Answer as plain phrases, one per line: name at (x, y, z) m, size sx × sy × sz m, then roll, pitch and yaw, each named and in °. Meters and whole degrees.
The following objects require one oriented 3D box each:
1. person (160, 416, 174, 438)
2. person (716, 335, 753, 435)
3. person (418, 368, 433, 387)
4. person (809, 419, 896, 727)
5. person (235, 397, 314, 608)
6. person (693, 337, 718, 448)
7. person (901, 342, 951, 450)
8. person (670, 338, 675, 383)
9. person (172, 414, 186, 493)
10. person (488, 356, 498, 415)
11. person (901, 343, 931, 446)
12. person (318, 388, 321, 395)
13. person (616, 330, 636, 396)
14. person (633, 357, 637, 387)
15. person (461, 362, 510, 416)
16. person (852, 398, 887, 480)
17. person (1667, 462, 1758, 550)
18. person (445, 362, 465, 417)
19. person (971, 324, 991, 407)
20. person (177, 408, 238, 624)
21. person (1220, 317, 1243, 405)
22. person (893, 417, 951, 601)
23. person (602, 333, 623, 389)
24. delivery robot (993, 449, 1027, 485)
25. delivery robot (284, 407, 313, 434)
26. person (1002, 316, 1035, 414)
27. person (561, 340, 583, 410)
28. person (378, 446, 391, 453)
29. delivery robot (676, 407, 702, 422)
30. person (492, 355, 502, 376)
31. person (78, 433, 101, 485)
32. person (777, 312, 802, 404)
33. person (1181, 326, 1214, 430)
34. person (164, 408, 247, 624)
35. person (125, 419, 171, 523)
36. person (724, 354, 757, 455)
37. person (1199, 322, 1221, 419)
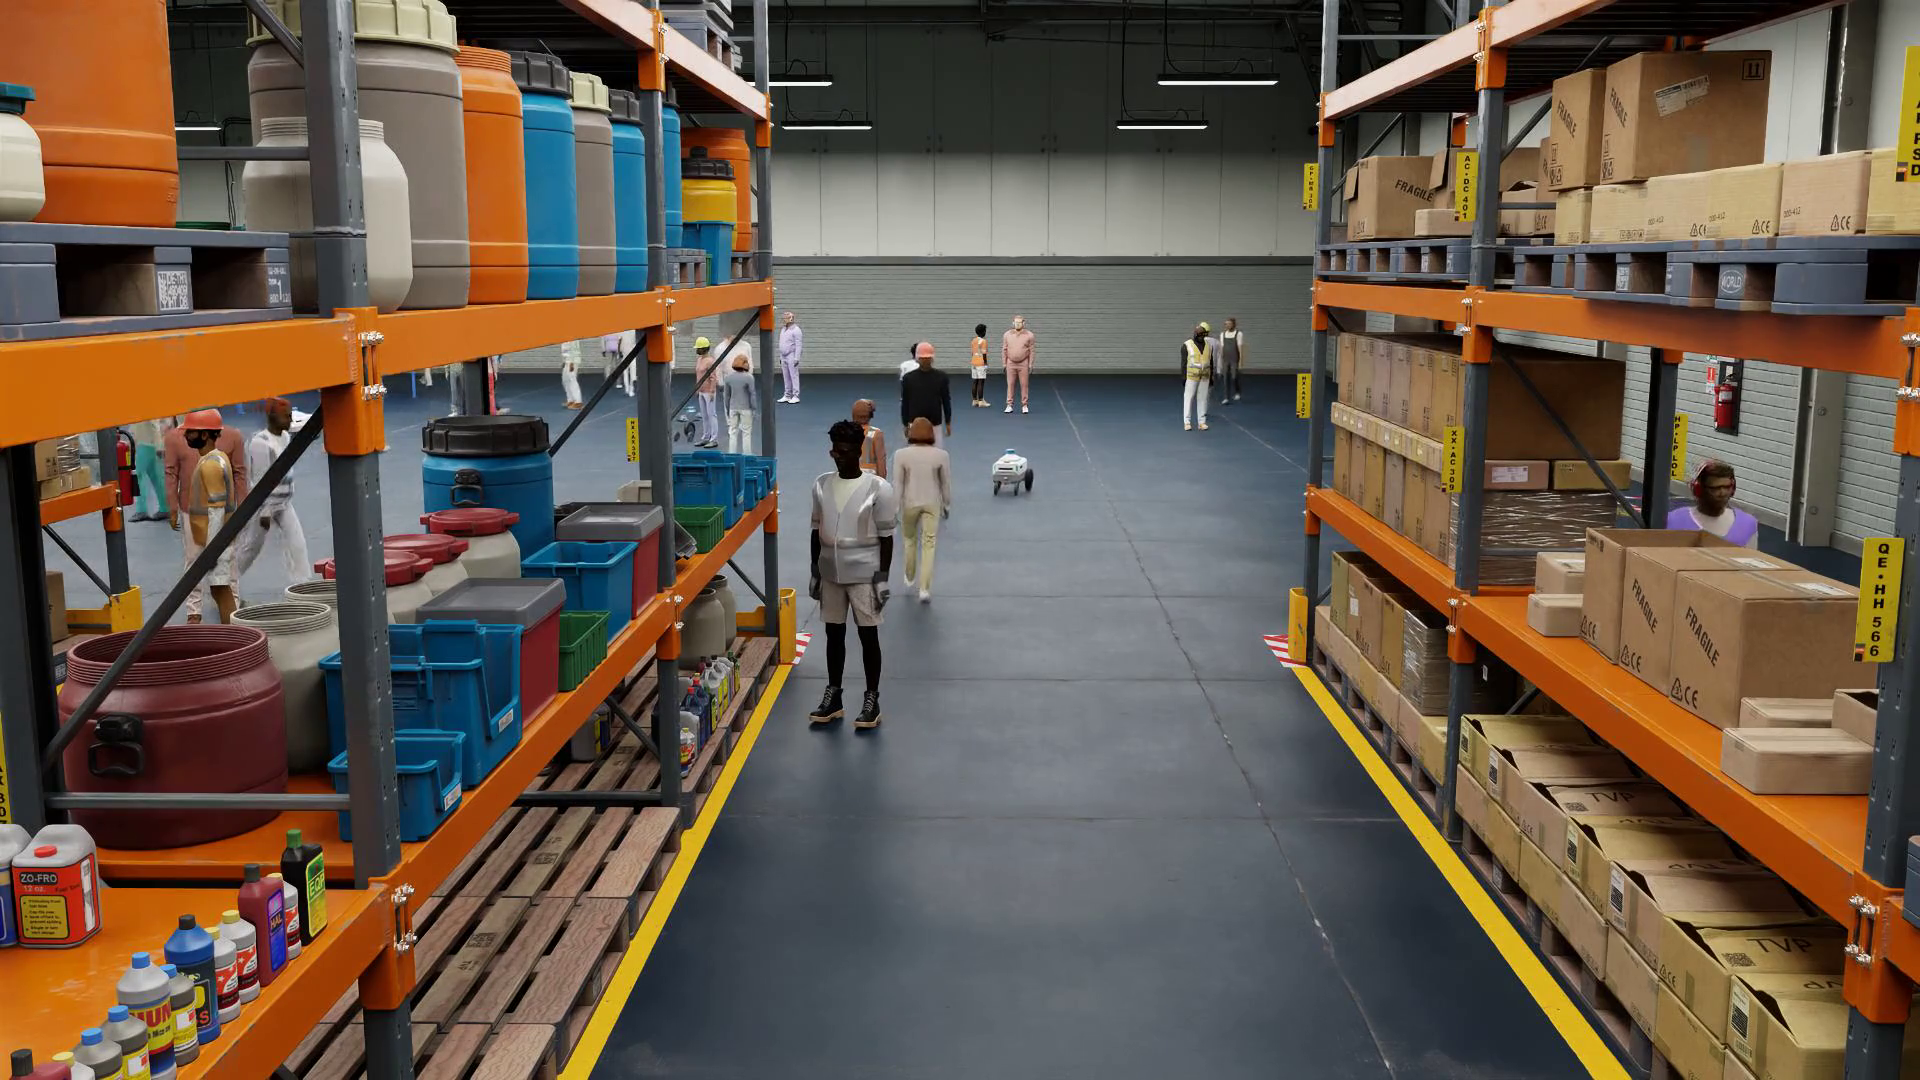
person at (-12.010, -2.215, 25.375) m, size 0.652 × 1.884 × 0.644 m, roll 6°, pitch 11°, yaw 32°
person at (-3.847, -2.733, 28.483) m, size 0.663 × 1.885 × 0.444 m, roll -5°, pitch 11°, yaw -26°
person at (-12.835, -4.475, 39.788) m, size 0.861 × 1.593 × 0.515 m, roll 8°, pitch 13°, yaw 41°
person at (-0.705, 0.210, 10.609) m, size 0.603 × 1.966 × 0.368 m, roll 4°, pitch 10°, yaw 24°
person at (-5.943, -0.317, 14.203) m, size 1.013 × 1.836 × 0.611 m, roll 1°, pitch 10°, yaw 6°
person at (-4.080, -2.364, 26.639) m, size 0.329 × 1.764 × 0.524 m, roll -7°, pitch 11°, yaw -34°
person at (-0.431, -1.490, 20.759) m, size 0.632 × 1.980 × 0.673 m, roll -1°, pitch 10°, yaw -7°
person at (-5.855, -3.403, 32.490) m, size 0.547 × 1.898 × 0.980 m, roll -2°, pitch 10°, yaw -13°
person at (-9.819, -1.498, 21.127) m, size 0.531 × 1.871 × 0.322 m, roll 4°, pitch 10°, yaw 25°
person at (-8.900, -3.100, 31.045) m, size 0.533 × 1.765 × 0.330 m, roll -3°, pitch 10°, yaw -15°
person at (-0.627, -2.308, 26.562) m, size 0.548 × 1.670 × 0.693 m, roll 5°, pitch 11°, yaw 29°
person at (-12.330, -3.373, 32.266) m, size 0.694 × 1.901 × 0.642 m, roll -5°, pitch 11°, yaw -25°
person at (-7.346, -4.144, 37.036) m, size 0.567 × 1.844 × 0.764 m, roll -1°, pitch 10°, yaw -5°
person at (-5.568, -2.916, 29.749) m, size 0.622 × 1.843 × 0.983 m, roll 0°, pitch 9°, yaw 1°
person at (-8.956, -3.250, 31.240) m, size 0.981 × 2.000 × 0.716 m, roll -4°, pitch 10°, yaw -20°
person at (-0.926, -0.550, 16.127) m, size 0.514 × 1.645 × 0.309 m, roll 7°, pitch 11°, yaw 34°
person at (4.384, 0.442, 9.719) m, size 0.591 × 1.790 × 0.955 m, roll 0°, pitch 9°, yaw -3°
person at (-9.596, -3.166, 31.826) m, size 0.507 × 1.631 × 0.266 m, roll 0°, pitch 9°, yaw 0°
person at (0.416, -3.576, 34.106) m, size 0.321 × 1.692 × 0.530 m, roll -5°, pitch 11°, yaw -27°
person at (-5.408, -0.013, 12.018) m, size 0.350 × 1.942 × 0.545 m, roll -4°, pitch 10°, yaw -23°
person at (5.656, -3.747, 34.719) m, size 0.532 × 1.827 × 0.456 m, roll 6°, pitch 11°, yaw 30°
person at (-0.340, -0.295, 14.745) m, size 0.520 × 1.585 × 0.849 m, roll -1°, pitch 10°, yaw -4°
person at (-8.114, -4.491, 38.941) m, size 0.602 × 1.911 × 0.677 m, roll 1°, pitch 10°, yaw 4°
delivery robot at (0.651, -0.934, 21.526) m, size 0.477 × 0.478 × 0.707 m, roll 2°, pitch 10°, yaw 12°
delivery robot at (-11.087, -1.967, 27.718) m, size 0.477 × 0.478 × 0.707 m, roll 3°, pitch 10°, yaw 15°
person at (1.137, -3.452, 32.713) m, size 0.644 × 1.913 × 0.408 m, roll 2°, pitch 10°, yaw 10°
person at (-7.898, -3.603, 33.653) m, size 0.462 × 1.907 × 0.616 m, roll -3°, pitch 10°, yaw -16°
person at (-9.277, -2.327, 25.670) m, size 0.613 × 2.020 × 0.844 m, roll 6°, pitch 11°, yaw 34°
delivery robot at (-4.483, -2.117, 27.840) m, size 0.335 × 0.223 × 0.698 m, roll 4°, pitch 10°, yaw 23°
person at (-10.411, -4.004, 36.775) m, size 0.542 × 1.656 × 0.876 m, roll -5°, pitch 11°, yaw -30°
person at (-11.431, -1.437, 21.312) m, size 0.522 × 1.690 × 0.925 m, roll 8°, pitch 12°, yaw 38°
person at (-3.604, -3.839, 35.045) m, size 0.409 × 1.908 × 0.639 m, roll -8°, pitch 13°, yaw -41°
person at (4.208, -2.868, 29.427) m, size 0.621 × 1.842 × 0.429 m, roll -3°, pitch 10°, yaw -16°
person at (-6.071, -0.274, 13.423) m, size 0.609 × 1.995 × 0.375 m, roll -5°, pitch 11°, yaw -25°
person at (-9.358, -1.070, 18.925) m, size 0.666 × 1.739 × 0.541 m, roll -8°, pitch 13°, yaw -41°
person at (-3.167, -1.868, 24.054) m, size 0.507 × 1.631 × 0.267 m, roll 4°, pitch 10°, yaw 22°
person at (4.610, -3.236, 31.707) m, size 0.626 × 1.805 × 0.771 m, roll -2°, pitch 10°, yaw -13°
